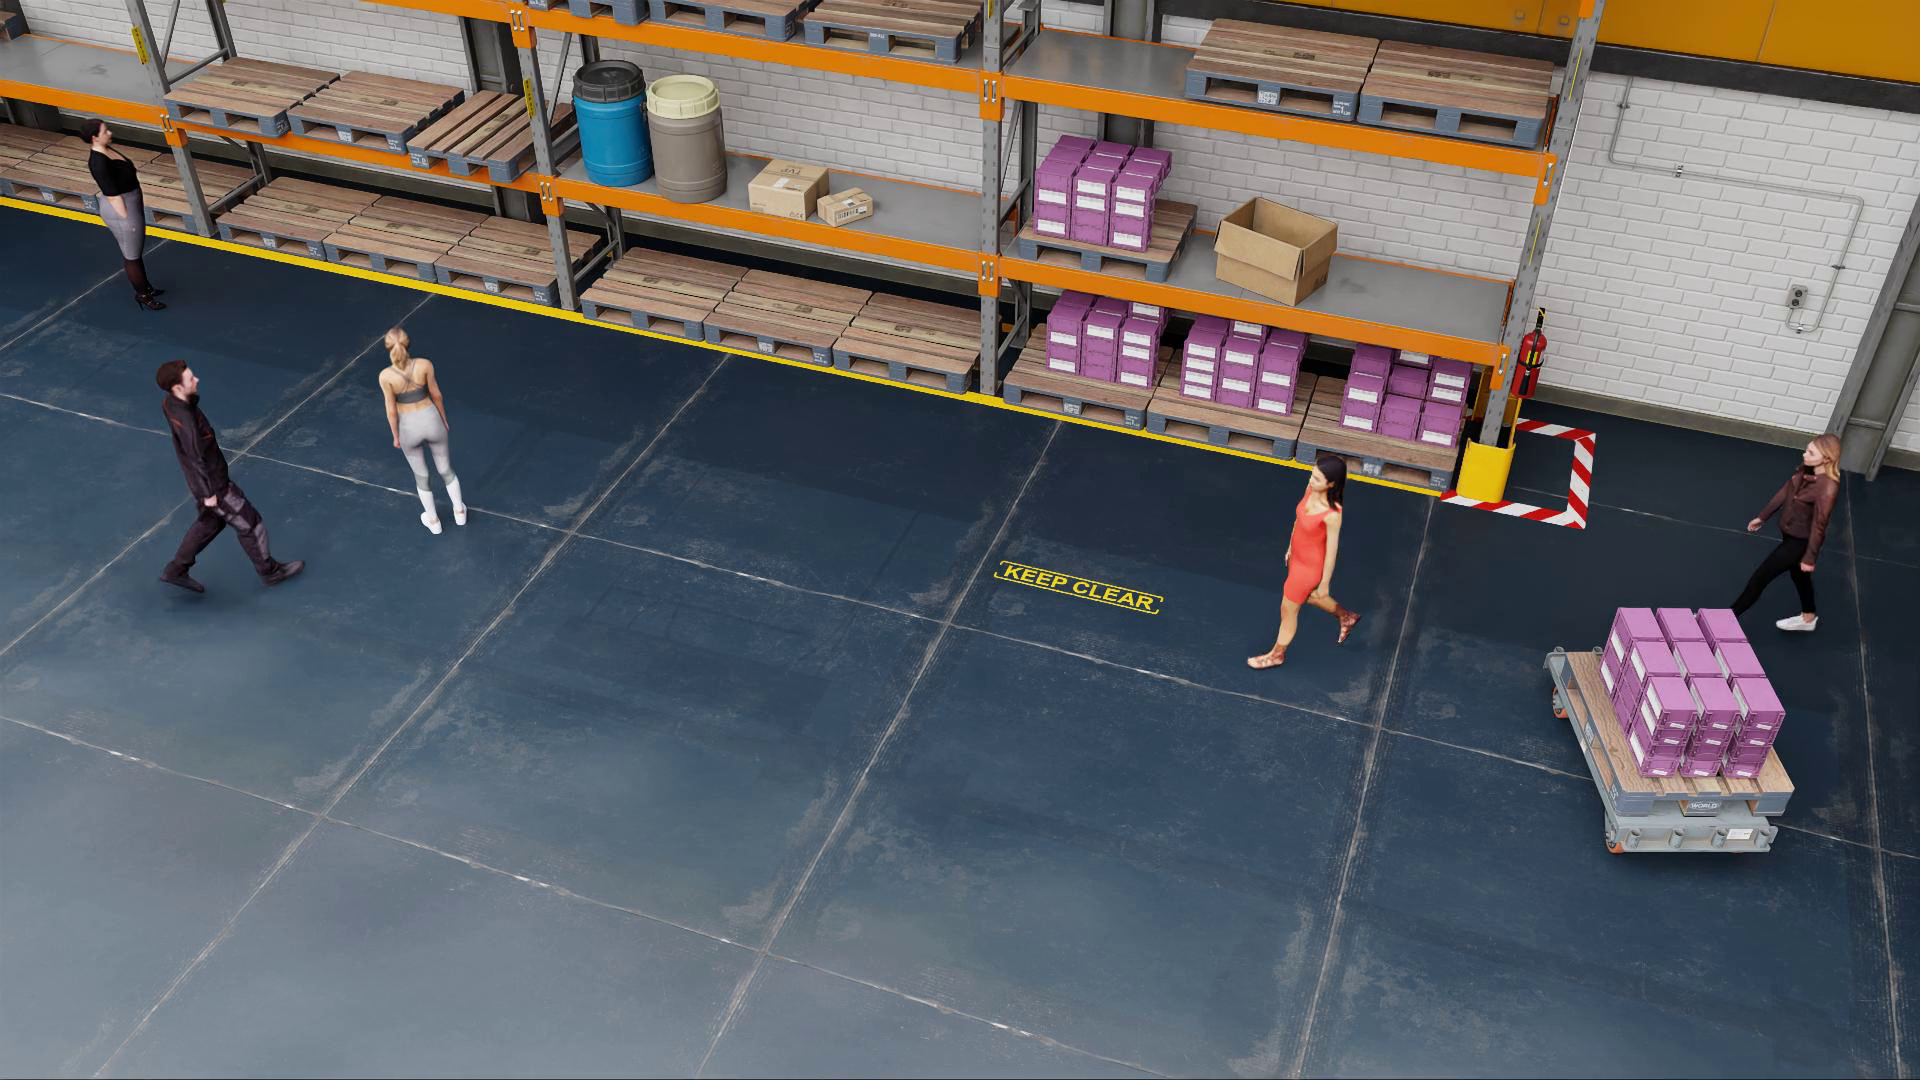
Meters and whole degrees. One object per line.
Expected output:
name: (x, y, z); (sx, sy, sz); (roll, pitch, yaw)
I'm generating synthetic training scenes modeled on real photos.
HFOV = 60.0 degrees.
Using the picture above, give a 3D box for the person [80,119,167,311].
person: (-7.335, -2.853, 14.544); (0.825, 1.760, 0.773); (-14, 41, -17)

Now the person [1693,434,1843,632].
person: (5.632, 0.013, 11.044); (1.156, 1.650, 0.770); (6, 39, 7)

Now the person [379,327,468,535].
person: (-3.889, -0.790, 12.007); (0.659, 1.702, 0.714); (-18, 42, -21)

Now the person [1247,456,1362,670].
person: (2.347, 0.143, 10.842); (1.114, 1.699, 0.930); (-8, 39, -10)

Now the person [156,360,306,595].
person: (-5.184, -0.371, 11.335); (1.171, 1.886, 1.205); (-24, 44, -27)
